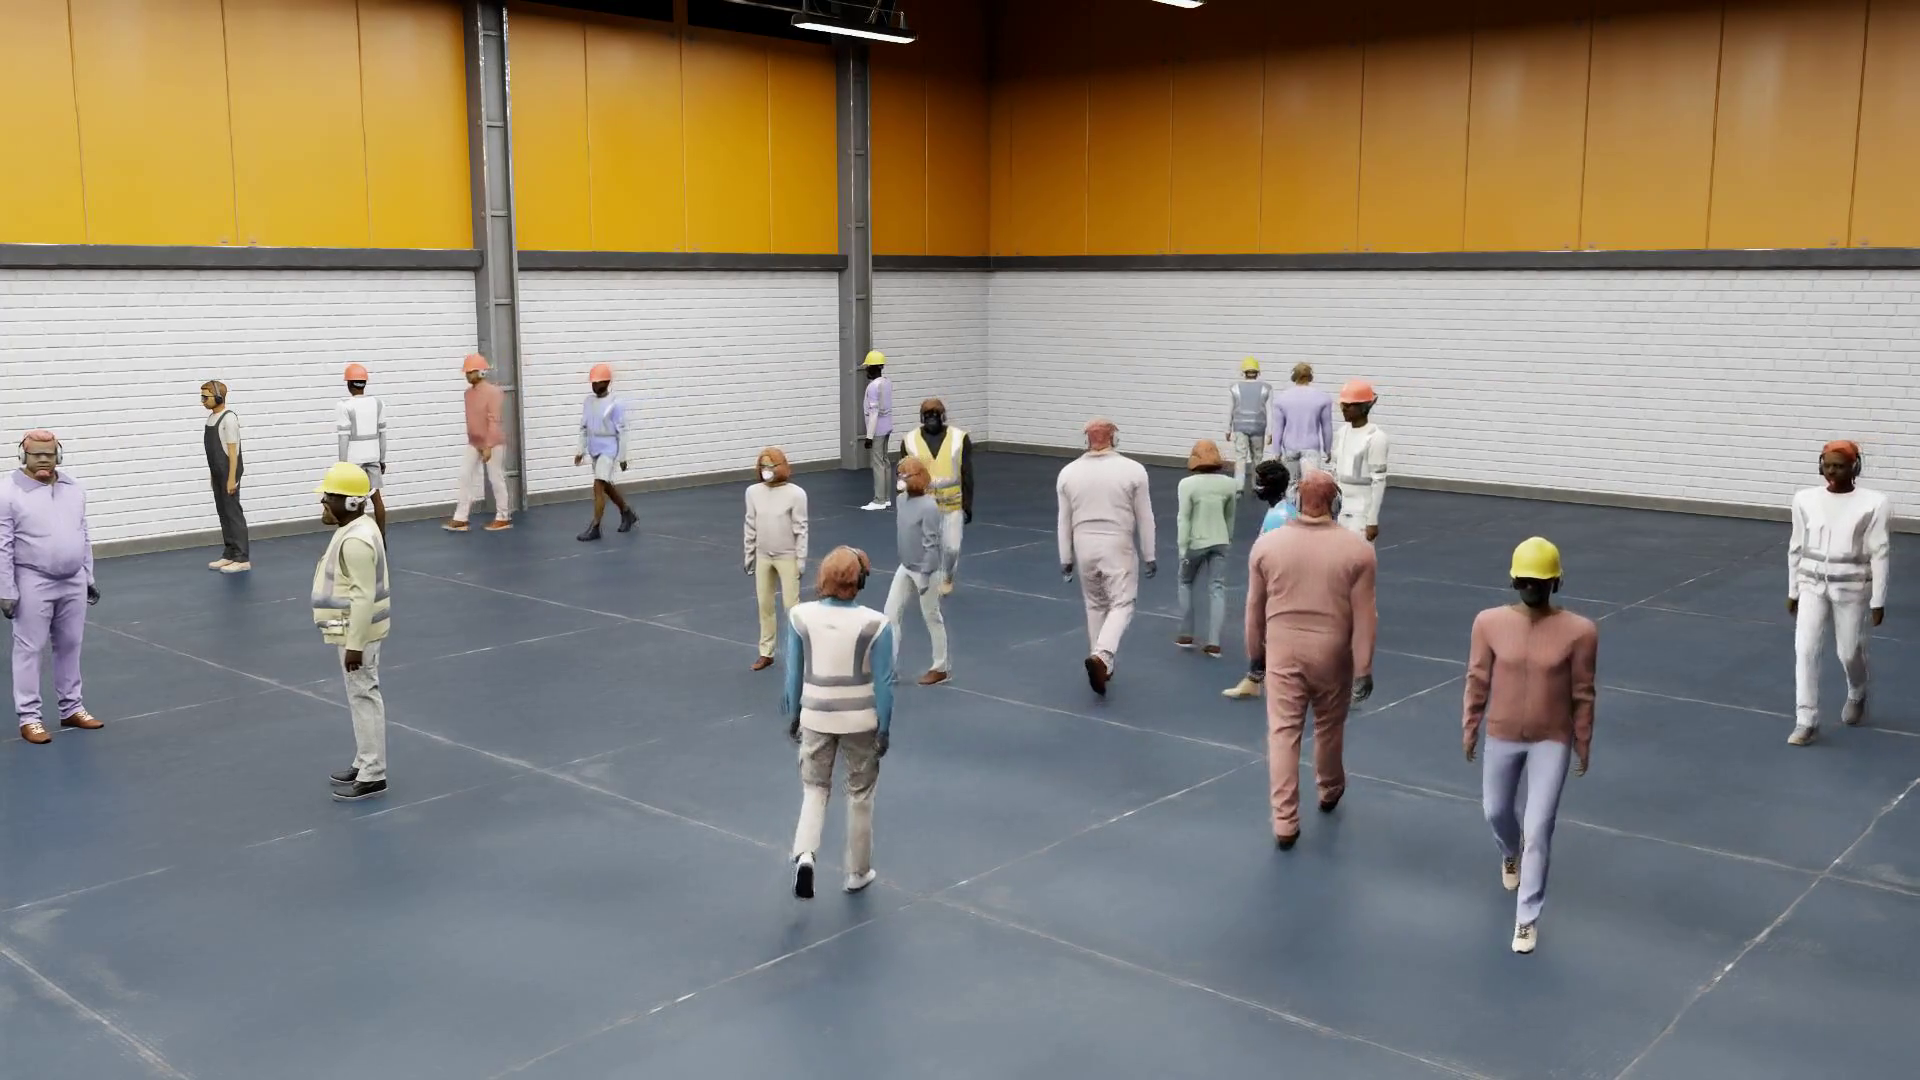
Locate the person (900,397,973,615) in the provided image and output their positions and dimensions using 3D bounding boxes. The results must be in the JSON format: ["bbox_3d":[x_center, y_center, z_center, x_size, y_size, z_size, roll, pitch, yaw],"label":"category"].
[{"bbox_3d":[-0.197,-0.313,14.113,0.618,1.825,0.760,0,9,0],"label":"person"}]

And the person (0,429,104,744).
[{"bbox_3d":[-5.566,0.271,10.184,0.401,1.904,0.648,4,10,25],"label":"person"}]

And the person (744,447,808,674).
[{"bbox_3d":[-1.306,0.144,11.863,0.509,1.628,0.283,4,10,24],"label":"person"}]

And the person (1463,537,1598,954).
[{"bbox_3d":[2.465,0.829,7.201,0.532,1.745,0.742,4,10,26],"label":"person"}]

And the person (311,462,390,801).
[{"bbox_3d":[-3.300,0.487,9.036,0.404,1.836,0.598,-3,10,-21],"label":"person"}]

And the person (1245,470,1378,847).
[{"bbox_3d":[1.792,0.564,8.484,0.669,1.850,0.980,3,10,20],"label":"person"}]

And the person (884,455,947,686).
[{"bbox_3d":[-0.382,0.229,11.365,0.735,1.600,0.524,-6,11,-33],"label":"person"}]

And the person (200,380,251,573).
[{"bbox_3d":[-7.048,-0.610,15.926,0.505,1.842,0.332,8,12,42],"label":"person"}]

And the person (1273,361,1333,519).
[{"bbox_3d":[3.697,-0.982,18.058,0.635,1.912,0.870,3,10,21],"label":"person"}]

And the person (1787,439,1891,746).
[{"bbox_3d":[5.365,0.300,10.160,0.839,1.857,0.583,-9,13,-44],"label":"person"}]

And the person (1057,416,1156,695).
[{"bbox_3d":[0.983,0.094,11.354,0.669,1.880,0.787,4,10,24],"label":"person"}]

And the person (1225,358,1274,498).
[{"bbox_3d":[3.696,-1.433,21.254,0.613,1.794,0.843,2,9,12],"label":"person"}]

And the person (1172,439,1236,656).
[{"bbox_3d":[1.817,0.043,12.522,0.514,1.603,0.680,-3,10,-18],"label":"person"}]

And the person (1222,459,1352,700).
[{"bbox_3d":[2.196,0.281,10.934,0.830,1.647,0.564,2,9,11],"label":"person"}]

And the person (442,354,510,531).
[{"bbox_3d":[-5.340,-1.043,18.263,0.617,1.963,0.871,6,11,34],"label":"person"}]

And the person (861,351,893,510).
[{"bbox_3d":[-1.005,-1.322,20.114,0.363,1.928,0.587,3,9,15],"label":"person"}]

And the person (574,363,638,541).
[{"bbox_3d":[-3.832,-0.974,18.036,0.545,1.902,0.942,7,11,36],"label":"person"}]

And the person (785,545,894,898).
[{"bbox_3d":[-0.555,0.839,7.485,0.524,1.623,0.548,2,9,12],"label":"person"}]

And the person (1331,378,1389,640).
[{"bbox_3d":[3.076,-0.245,12.995,0.378,2.044,0.612,-3,9,-17],"label":"person"}]

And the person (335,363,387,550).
[{"bbox_3d":[-6.144,-0.838,17.039,0.360,1.936,0.552,7,11,37],"label":"person"}]
